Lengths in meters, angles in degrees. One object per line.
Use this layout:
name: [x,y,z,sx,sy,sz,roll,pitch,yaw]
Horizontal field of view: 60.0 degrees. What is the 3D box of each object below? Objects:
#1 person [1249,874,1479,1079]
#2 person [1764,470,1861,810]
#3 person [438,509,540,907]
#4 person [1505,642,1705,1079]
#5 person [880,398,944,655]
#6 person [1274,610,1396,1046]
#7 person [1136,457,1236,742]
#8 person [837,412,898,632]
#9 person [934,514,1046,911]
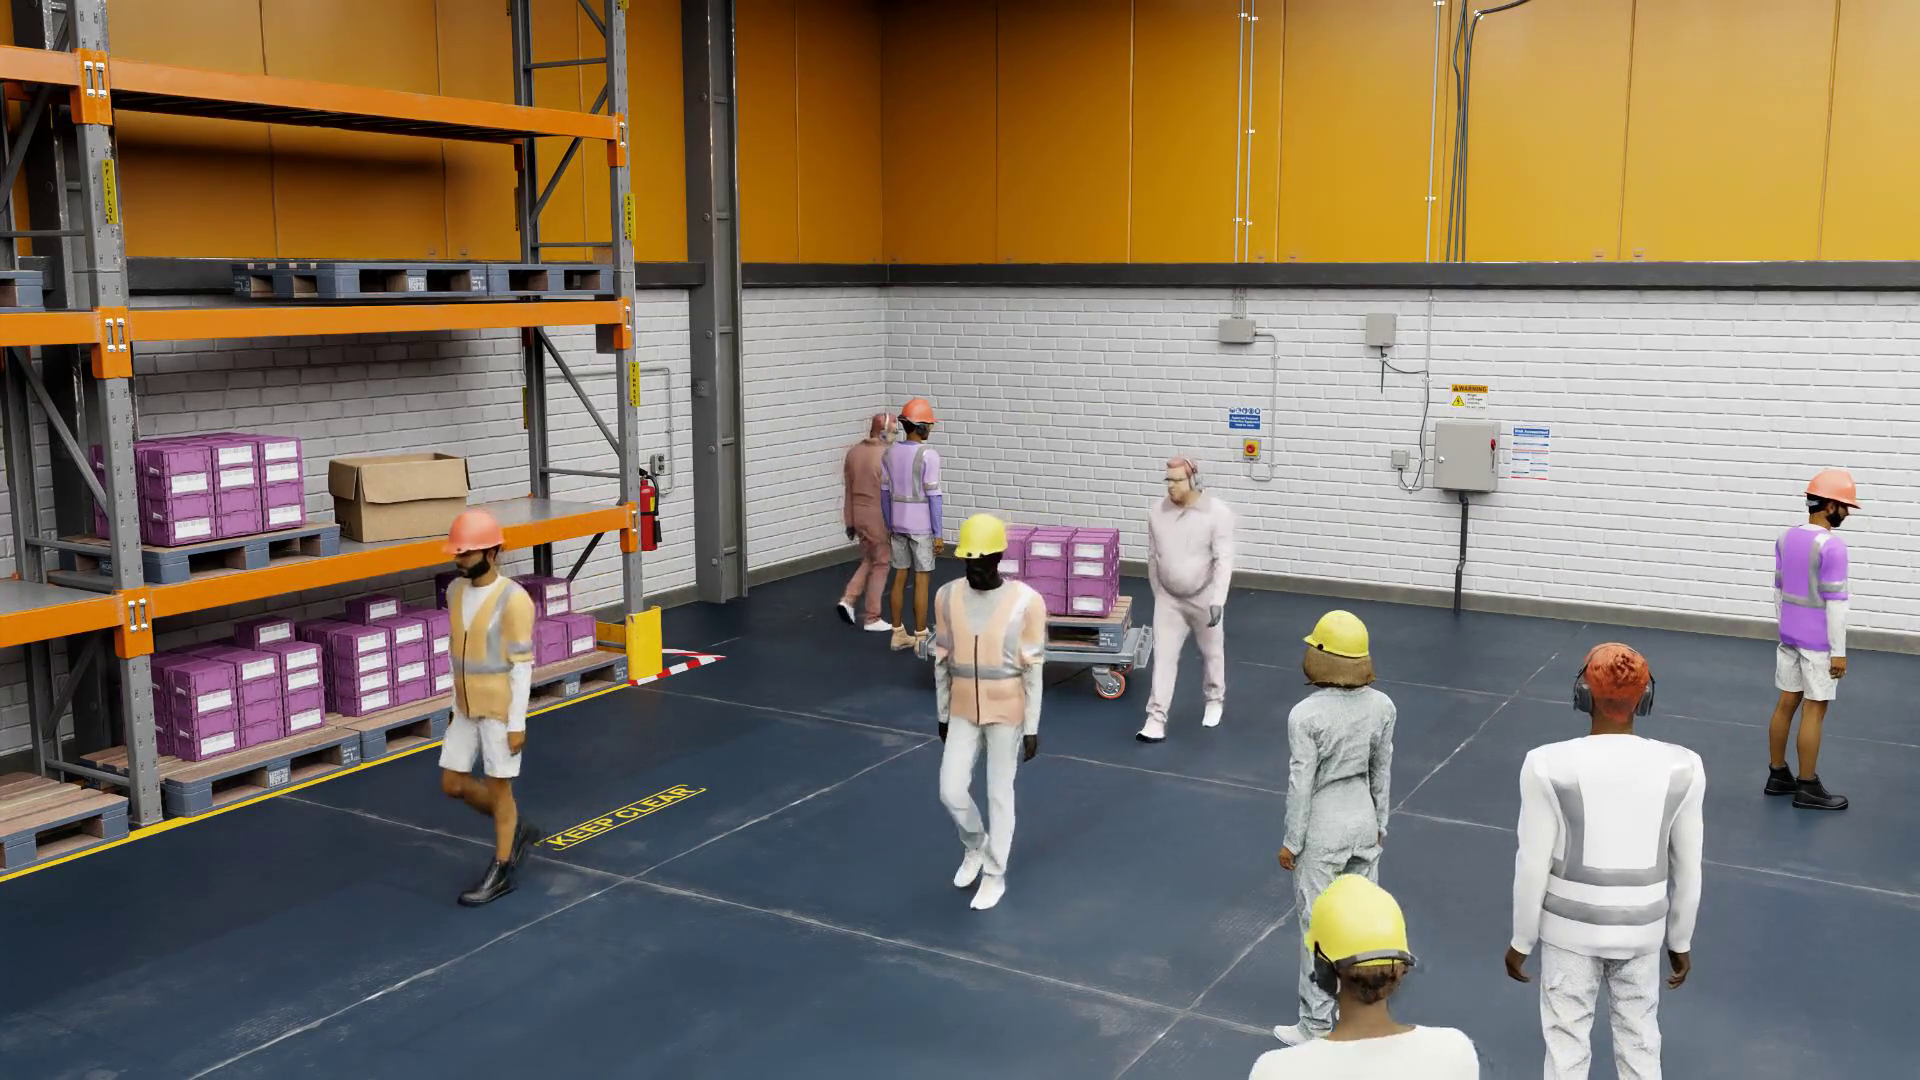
person: [0.849,1.581,3.620,0.546,1.751,0.372,-2,9,-14]
person: [4.868,0.562,9.469,0.374,1.928,0.543,-1,9,-8]
person: [-2.262,0.797,8.001,0.568,1.924,0.454,6,11,32]
person: [2.034,1.255,5.276,0.585,1.882,0.337,0,9,2]
person: [-0.349,-0.110,13.301,0.615,2.040,0.391,8,12,42]
person: [1.455,1.131,6.478,0.493,1.746,0.283,-5,10,-26]
person: [1.486,0.380,10.873,0.649,1.847,1.034,5,10,29]
person: [-0.707,-0.137,13.998,0.463,1.881,0.654,-8,12,-42]
person: [0.124,0.818,7.932,0.585,1.913,0.408,4,10,23]
